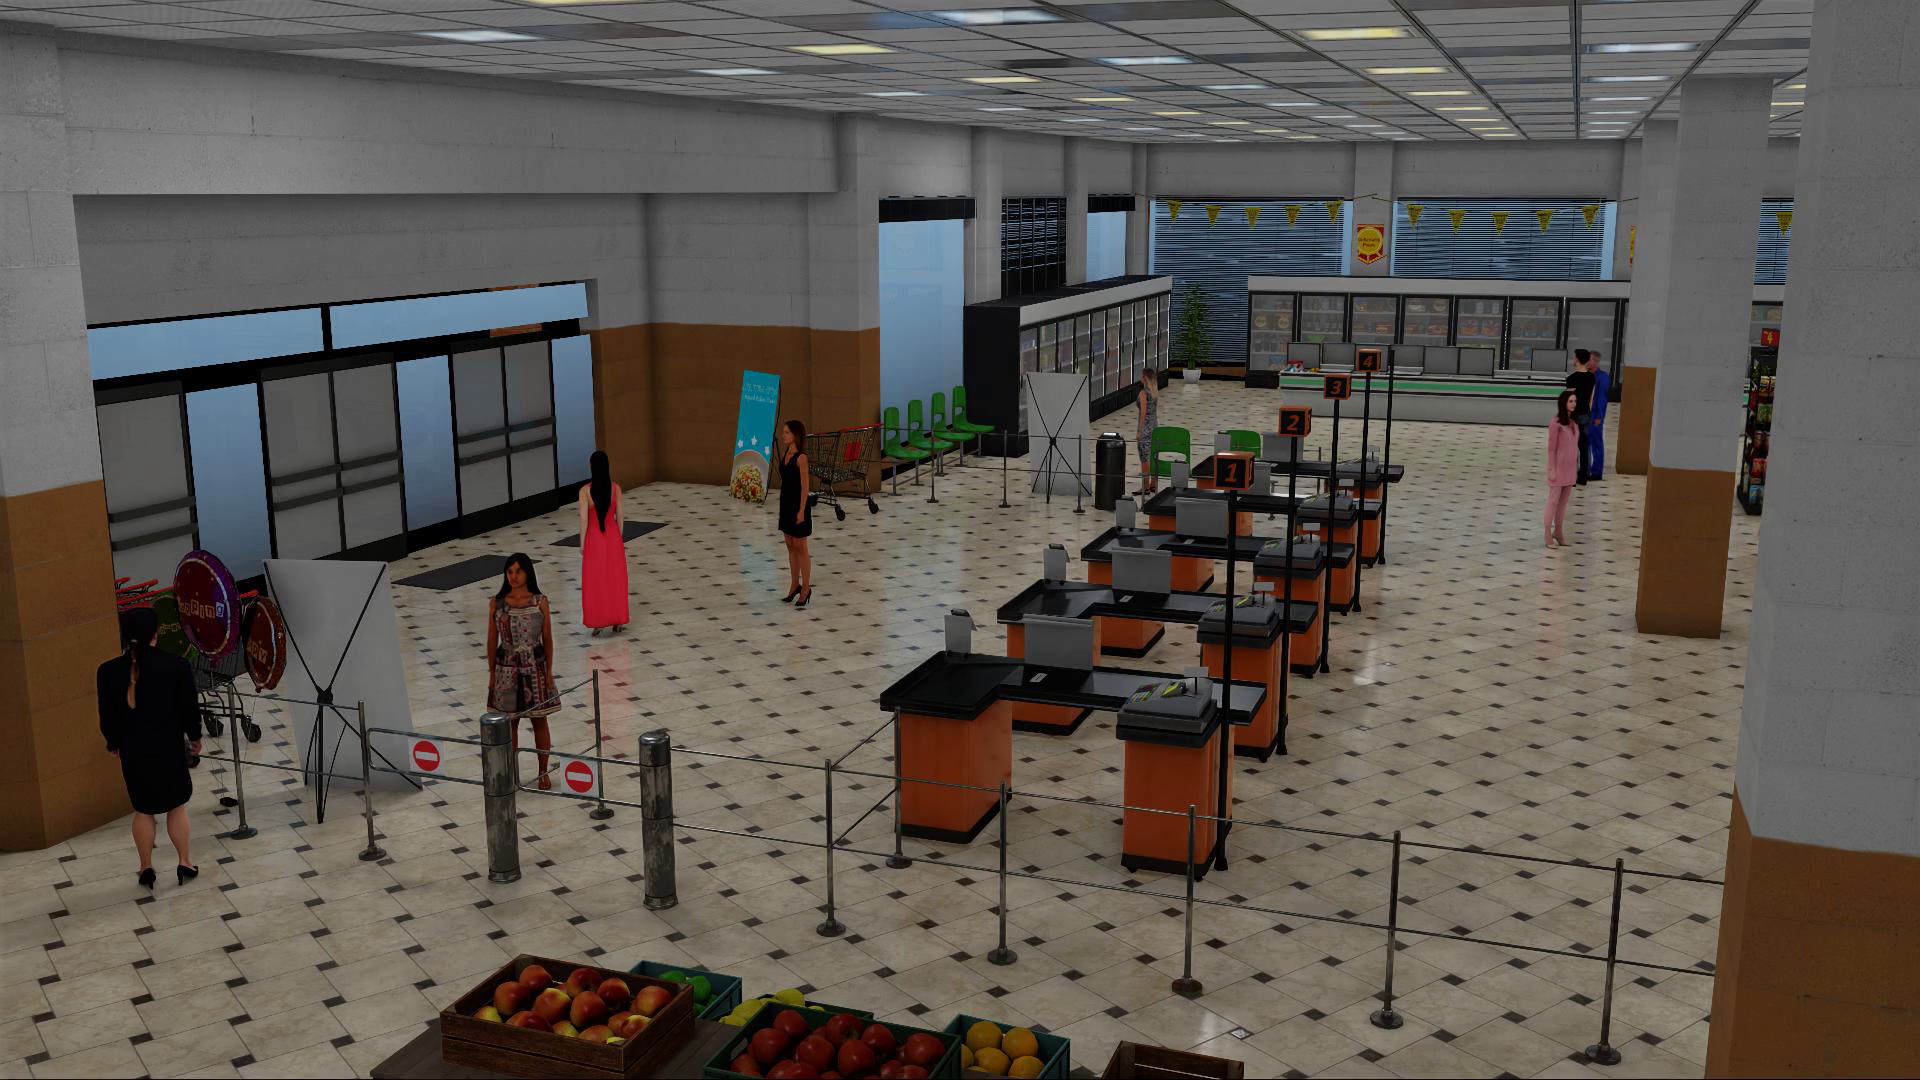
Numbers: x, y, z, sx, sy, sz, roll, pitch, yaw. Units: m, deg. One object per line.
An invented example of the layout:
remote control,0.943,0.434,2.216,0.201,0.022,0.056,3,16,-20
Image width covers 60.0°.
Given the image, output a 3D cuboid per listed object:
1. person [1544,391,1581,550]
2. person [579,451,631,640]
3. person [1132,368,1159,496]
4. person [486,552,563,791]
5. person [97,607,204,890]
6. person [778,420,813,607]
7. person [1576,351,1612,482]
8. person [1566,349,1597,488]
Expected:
person,6.881,-0.815,19.039,0.685,1.803,0.715,-7,14,-32
person,-3.260,0.036,15.186,0.713,1.727,0.748,-8,14,-33
person,2.530,-1.468,22.381,0.573,1.704,0.621,8,14,35
person,-2.980,0.889,11.330,0.643,1.645,0.784,-2,12,-8
person,-4.710,1.219,9.700,0.776,1.671,0.861,-4,12,-17
person,-1.619,-0.266,16.357,0.722,1.835,0.627,-9,15,-36
person,8.942,-1.765,23.505,0.798,1.823,0.782,-4,13,-18
person,8.554,-1.696,22.998,0.751,1.896,0.807,-6,13,-25
